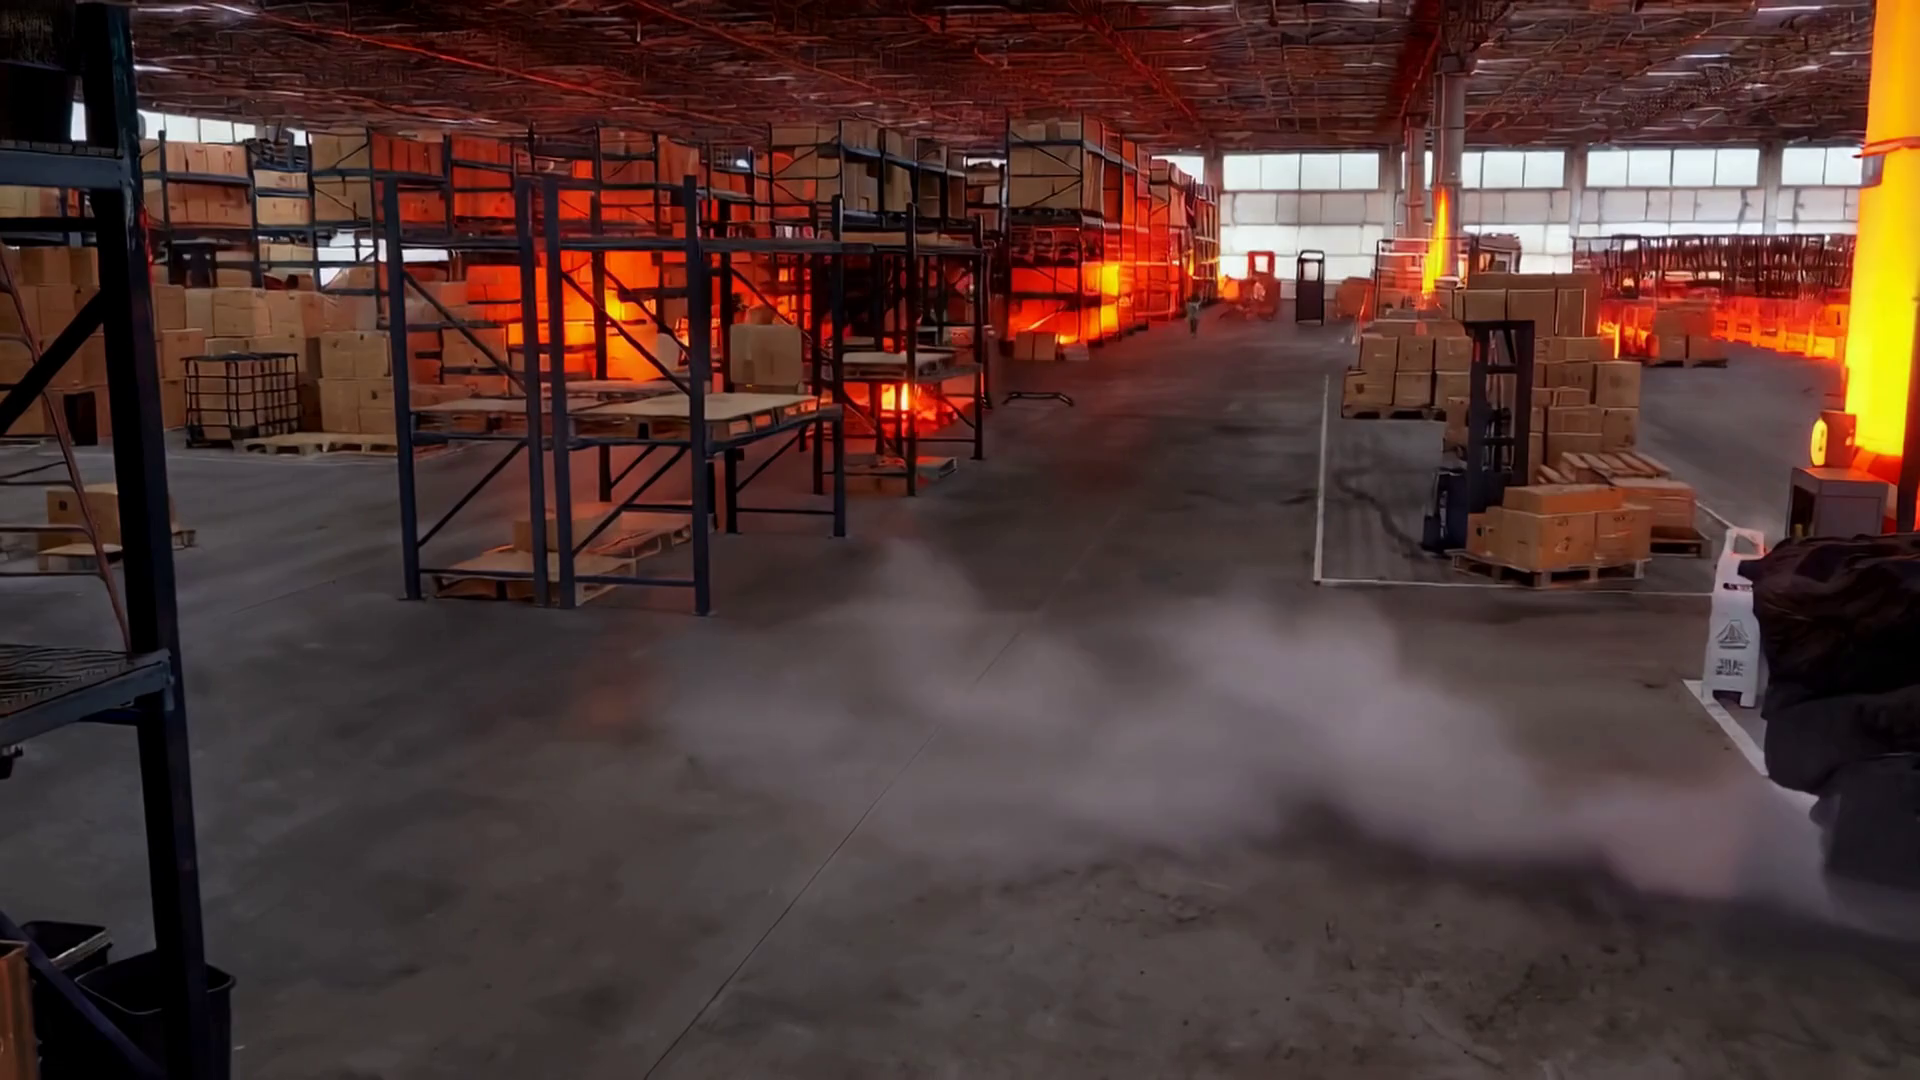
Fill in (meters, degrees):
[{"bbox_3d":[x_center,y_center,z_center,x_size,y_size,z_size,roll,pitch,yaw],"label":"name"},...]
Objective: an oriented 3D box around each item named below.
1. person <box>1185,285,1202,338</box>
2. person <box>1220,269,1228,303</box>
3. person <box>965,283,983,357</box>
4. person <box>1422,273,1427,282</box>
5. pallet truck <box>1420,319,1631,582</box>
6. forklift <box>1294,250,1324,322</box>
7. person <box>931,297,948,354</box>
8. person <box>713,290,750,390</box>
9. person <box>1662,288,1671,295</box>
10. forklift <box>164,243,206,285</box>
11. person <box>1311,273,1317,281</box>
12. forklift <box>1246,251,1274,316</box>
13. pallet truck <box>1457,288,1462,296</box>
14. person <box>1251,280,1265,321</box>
[{"bbox_3d":[7.357,-7.195,52.342,0.542,1.682,0.628,3,10,17],"label":"person"},{"bbox_3d":[14.949,-14.377,94.119,0.545,1.942,0.349,8,13,40],"label":"person"},{"bbox_3d":[0.405,-5.593,42.299,0.563,1.891,1.018,-2,10,-13],"label":"person"},{"bbox_3d":[22.377,-11.925,79.943,0.641,1.829,0.575,1,10,5],"label":"person"},{"bbox_3d":[4.543,-0.757,13.299,0.823,1.965,1.885,-4,10,-22],"label":"pallet truck"},{"bbox_3d":[13.778,-10.002,65.433,1.129,2.768,1.873,2,10,12],"label":"forklift"},{"bbox_3d":[-0.491,-4.424,35.949,0.448,1.678,0.549,7,12,35],"label":"person"},{"bbox_3d":[-4.360,-3.816,31.759,0.723,1.897,0.552,1,10,4],"label":"person"},{"bbox_3d":[36.386,-12.865,85.641,0.595,1.779,0.959,2,10,14],"label":"person"},{"bbox_3d":[-16.949,-5.122,36.536,1.873,2.768,1.129,2,10,12],"label":"forklift"},{"bbox_3d":[18.782,-13.199,87.740,0.512,1.722,0.636,-9,13,-42],"label":"person"},{"bbox_3d":[13.064,-11.130,72.116,1.129,2.768,1.873,2,10,12],"label":"forklift"},{"bbox_3d":[20.506,-9.785,68.819,0.653,1.274,1.630,2,10,12],"label":"pallet truck"},{"bbox_3d":[12.087,-9.718,67.413,0.565,1.634,0.886,3,10,16],"label":"person"}]
